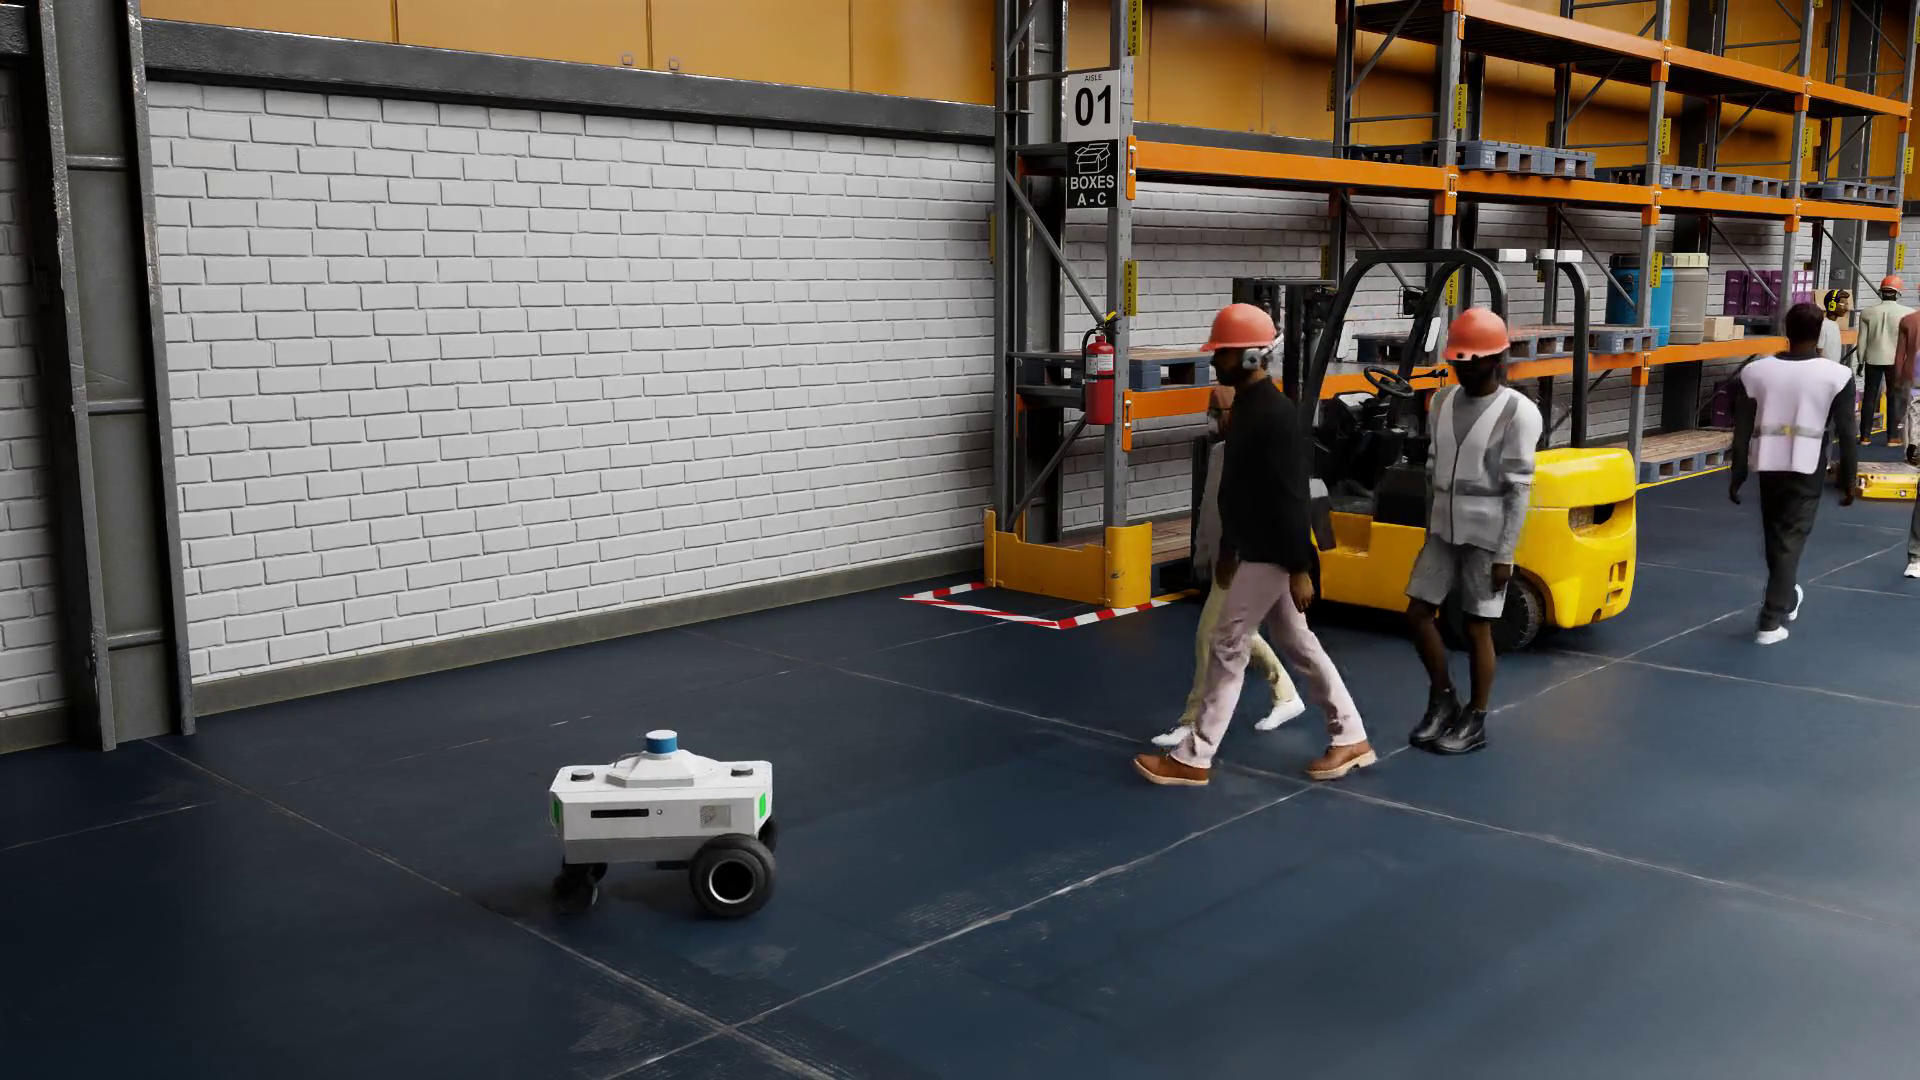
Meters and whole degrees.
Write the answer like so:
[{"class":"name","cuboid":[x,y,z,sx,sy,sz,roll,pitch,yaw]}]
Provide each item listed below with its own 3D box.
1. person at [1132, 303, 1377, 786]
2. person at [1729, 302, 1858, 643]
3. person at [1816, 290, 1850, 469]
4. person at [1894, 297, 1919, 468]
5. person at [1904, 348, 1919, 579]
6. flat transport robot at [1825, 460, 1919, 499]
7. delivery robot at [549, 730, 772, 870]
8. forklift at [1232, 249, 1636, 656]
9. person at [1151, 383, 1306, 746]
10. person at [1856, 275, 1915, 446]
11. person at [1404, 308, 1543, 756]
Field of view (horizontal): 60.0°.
[{"class":"person","cuboid":[1.246,0.039,6.619,0.989,1.951,0.623,0,9,1]},{"class":"person","cuboid":[4.749,-0.391,9.404,0.619,1.872,0.956,9,13,44]},{"class":"person","cuboid":[8.950,-1.648,17.182,0.334,1.860,0.508,9,13,44]},{"class":"person","cuboid":[10.059,-1.721,17.270,0.634,1.969,0.646,-9,13,-43]},{"class":"person","cuboid":[6.622,-0.680,11.054,0.584,1.919,0.382,4,10,24]},{"class":"flat transport robot","cuboid":[8.531,-0.566,15.394,0.652,0.197,1.431,2,10,15]},{"class":"delivery robot","cuboid":[-0.973,0.868,5.450,0.707,0.478,0.477,-1,9,-5]},{"class":"forklift","cuboid":[2.710,-0.584,9.626,2.313,2.155,1.214,9,13,43]},{"class":"person","cuboid":[1.209,0.091,7.298,0.758,1.602,0.508,-2,9,-12]},{"class":"person","cuboid":[10.849,-2.092,19.494,0.629,1.992,0.397,7,12,37]},{"class":"person","cuboid":[2.133,-0.010,6.972,0.473,1.910,0.561,-7,11,-35]}]
